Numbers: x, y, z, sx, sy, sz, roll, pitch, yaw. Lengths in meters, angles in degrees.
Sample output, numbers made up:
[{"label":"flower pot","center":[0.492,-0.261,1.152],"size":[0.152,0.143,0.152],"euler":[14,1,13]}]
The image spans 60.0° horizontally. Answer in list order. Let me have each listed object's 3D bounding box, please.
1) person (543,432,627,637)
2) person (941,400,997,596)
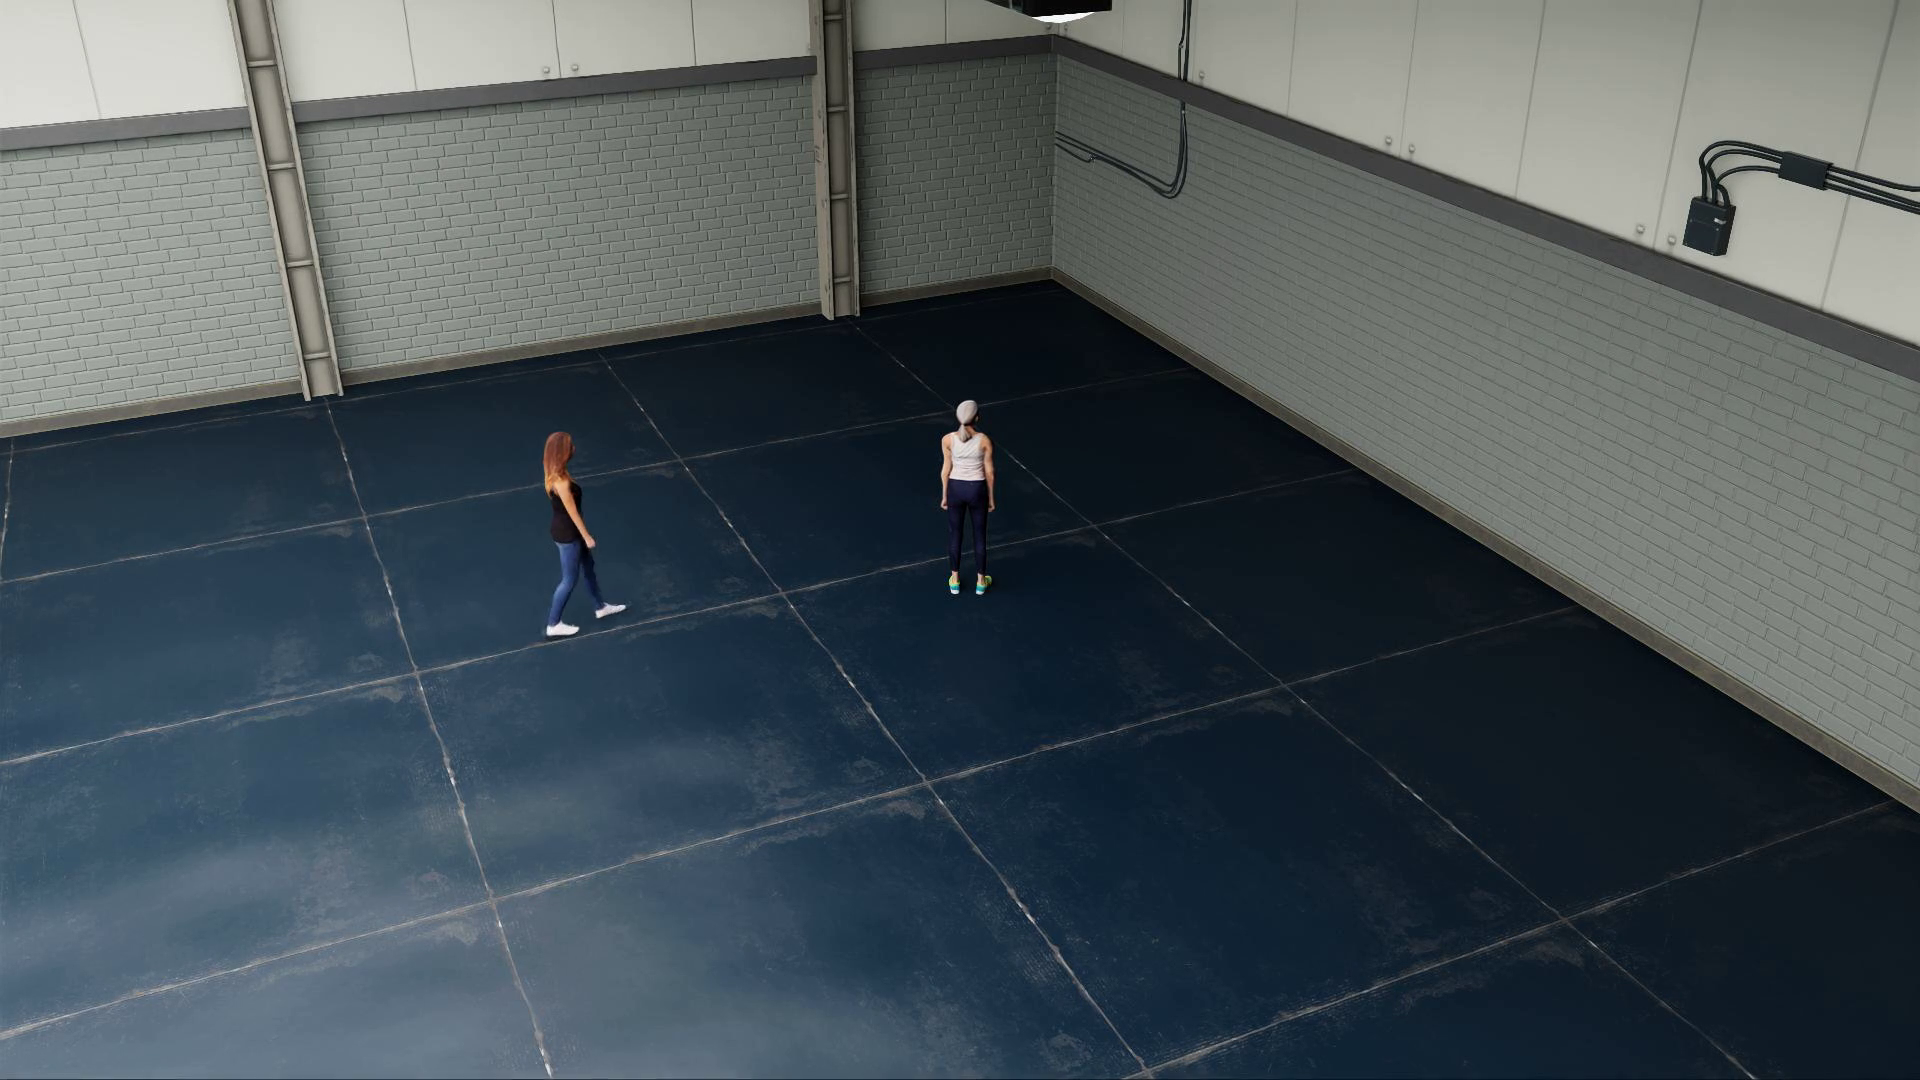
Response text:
[{"label":"person","center":[-3.127,-0.024,13.085],"size":[0.913,1.703,0.638],"euler":[-9,29,-17]},{"label":"person","center":[0.060,-0.354,13.728],"size":[0.642,1.701,0.751],"euler":[3,27,6]}]
